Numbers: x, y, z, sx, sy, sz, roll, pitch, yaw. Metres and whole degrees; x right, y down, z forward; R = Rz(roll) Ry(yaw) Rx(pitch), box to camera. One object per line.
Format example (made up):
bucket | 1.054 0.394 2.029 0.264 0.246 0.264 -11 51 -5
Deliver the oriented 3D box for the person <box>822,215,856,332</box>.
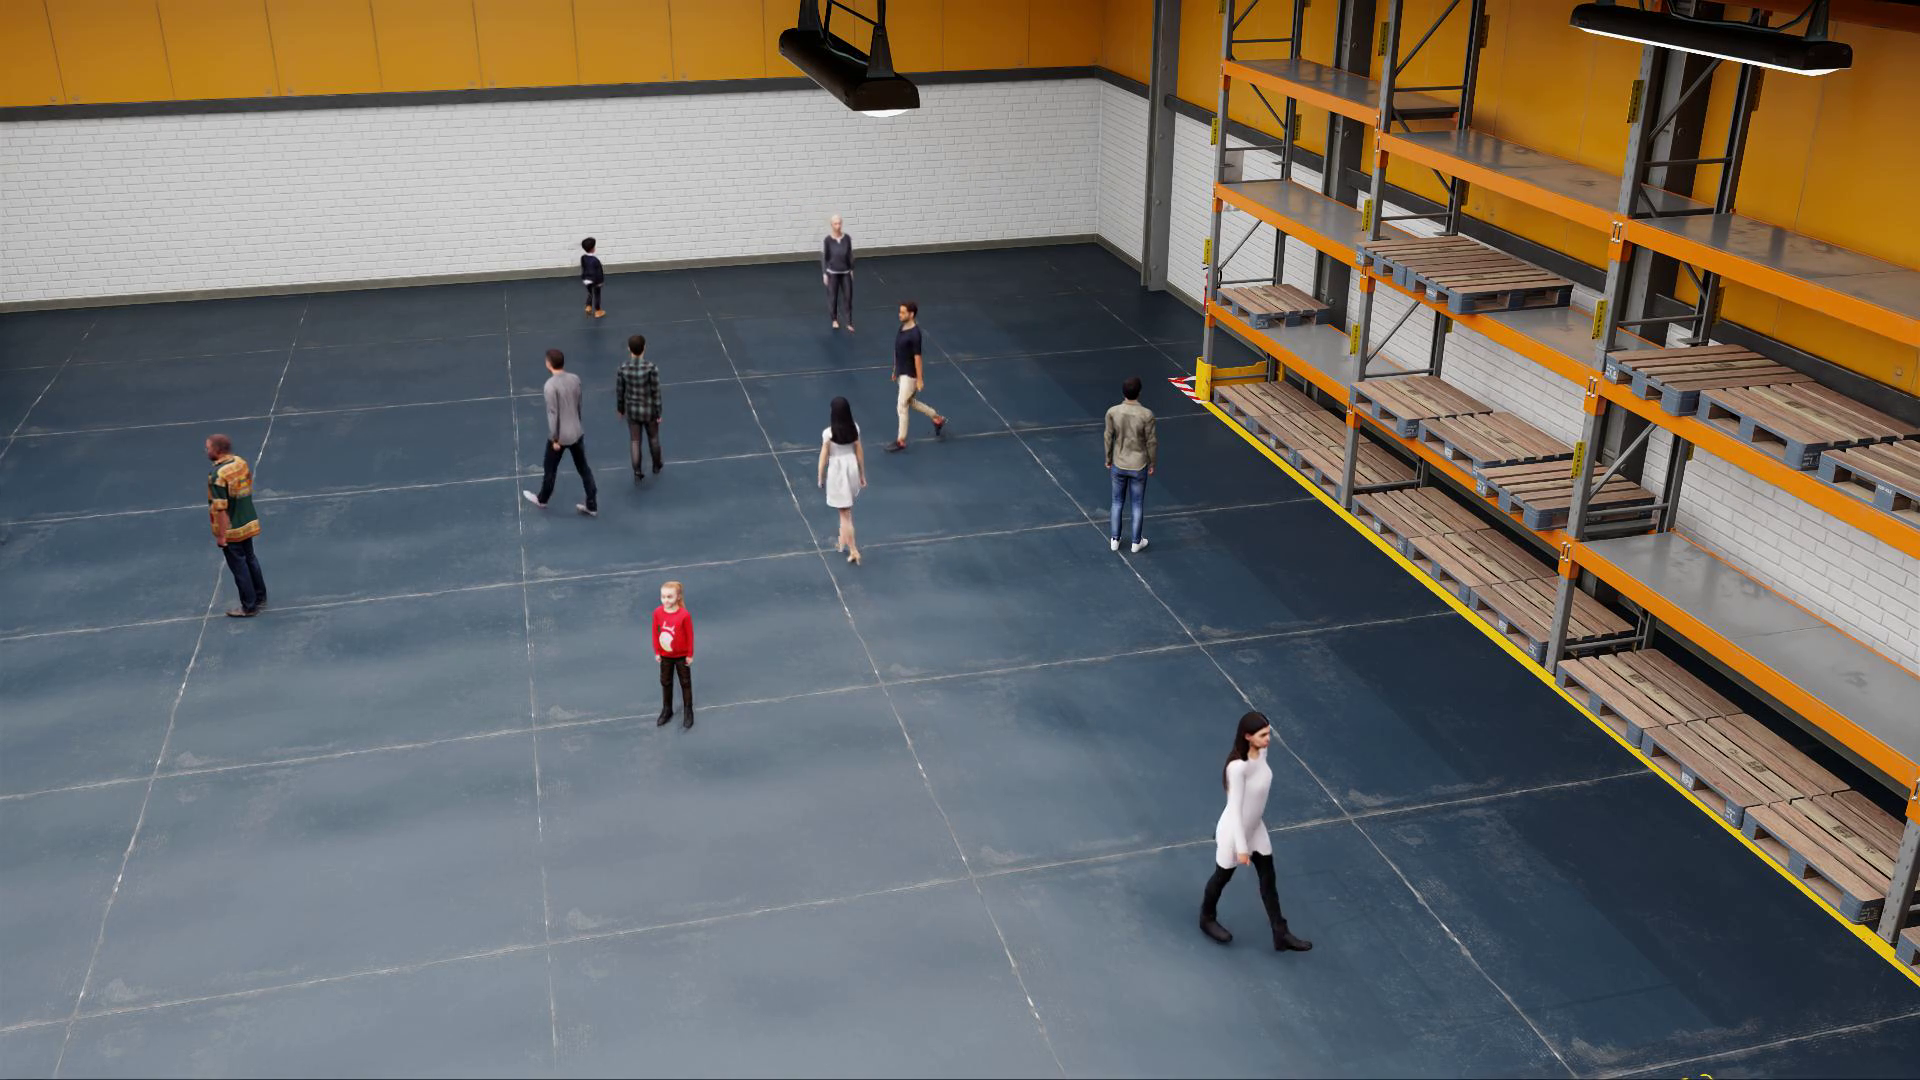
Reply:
person | -1.808 -3.961 24.529 0.645 1.702 0.873 -6 24 -14

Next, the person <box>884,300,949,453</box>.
person | -0.528 -1.962 19.791 0.740 1.835 1.031 -9 25 -19

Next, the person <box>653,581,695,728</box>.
person | -2.377 0.936 13.853 0.565 1.281 0.589 3 24 6

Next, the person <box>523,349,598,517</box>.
person | -4.154 -1.104 17.835 1.217 1.829 1.137 14 27 29

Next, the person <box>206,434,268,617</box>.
person | -6.834 -0.149 15.677 0.856 1.807 0.733 2 24 6

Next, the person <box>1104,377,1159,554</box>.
person | 1.730 -0.767 17.018 0.793 1.865 0.795 7 25 16

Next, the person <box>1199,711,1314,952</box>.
person | 1.790 1.906 11.014 1.103 1.777 0.959 18 30 36

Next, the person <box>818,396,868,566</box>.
person | -1.127 -0.556 16.672 0.752 1.757 0.892 -13 27 -28

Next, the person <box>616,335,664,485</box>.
person | -3.612 -1.447 18.666 0.862 1.693 1.022 0 24 1

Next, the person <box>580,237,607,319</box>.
person | -5.586 -3.952 25.110 0.635 1.219 0.693 11 26 24
